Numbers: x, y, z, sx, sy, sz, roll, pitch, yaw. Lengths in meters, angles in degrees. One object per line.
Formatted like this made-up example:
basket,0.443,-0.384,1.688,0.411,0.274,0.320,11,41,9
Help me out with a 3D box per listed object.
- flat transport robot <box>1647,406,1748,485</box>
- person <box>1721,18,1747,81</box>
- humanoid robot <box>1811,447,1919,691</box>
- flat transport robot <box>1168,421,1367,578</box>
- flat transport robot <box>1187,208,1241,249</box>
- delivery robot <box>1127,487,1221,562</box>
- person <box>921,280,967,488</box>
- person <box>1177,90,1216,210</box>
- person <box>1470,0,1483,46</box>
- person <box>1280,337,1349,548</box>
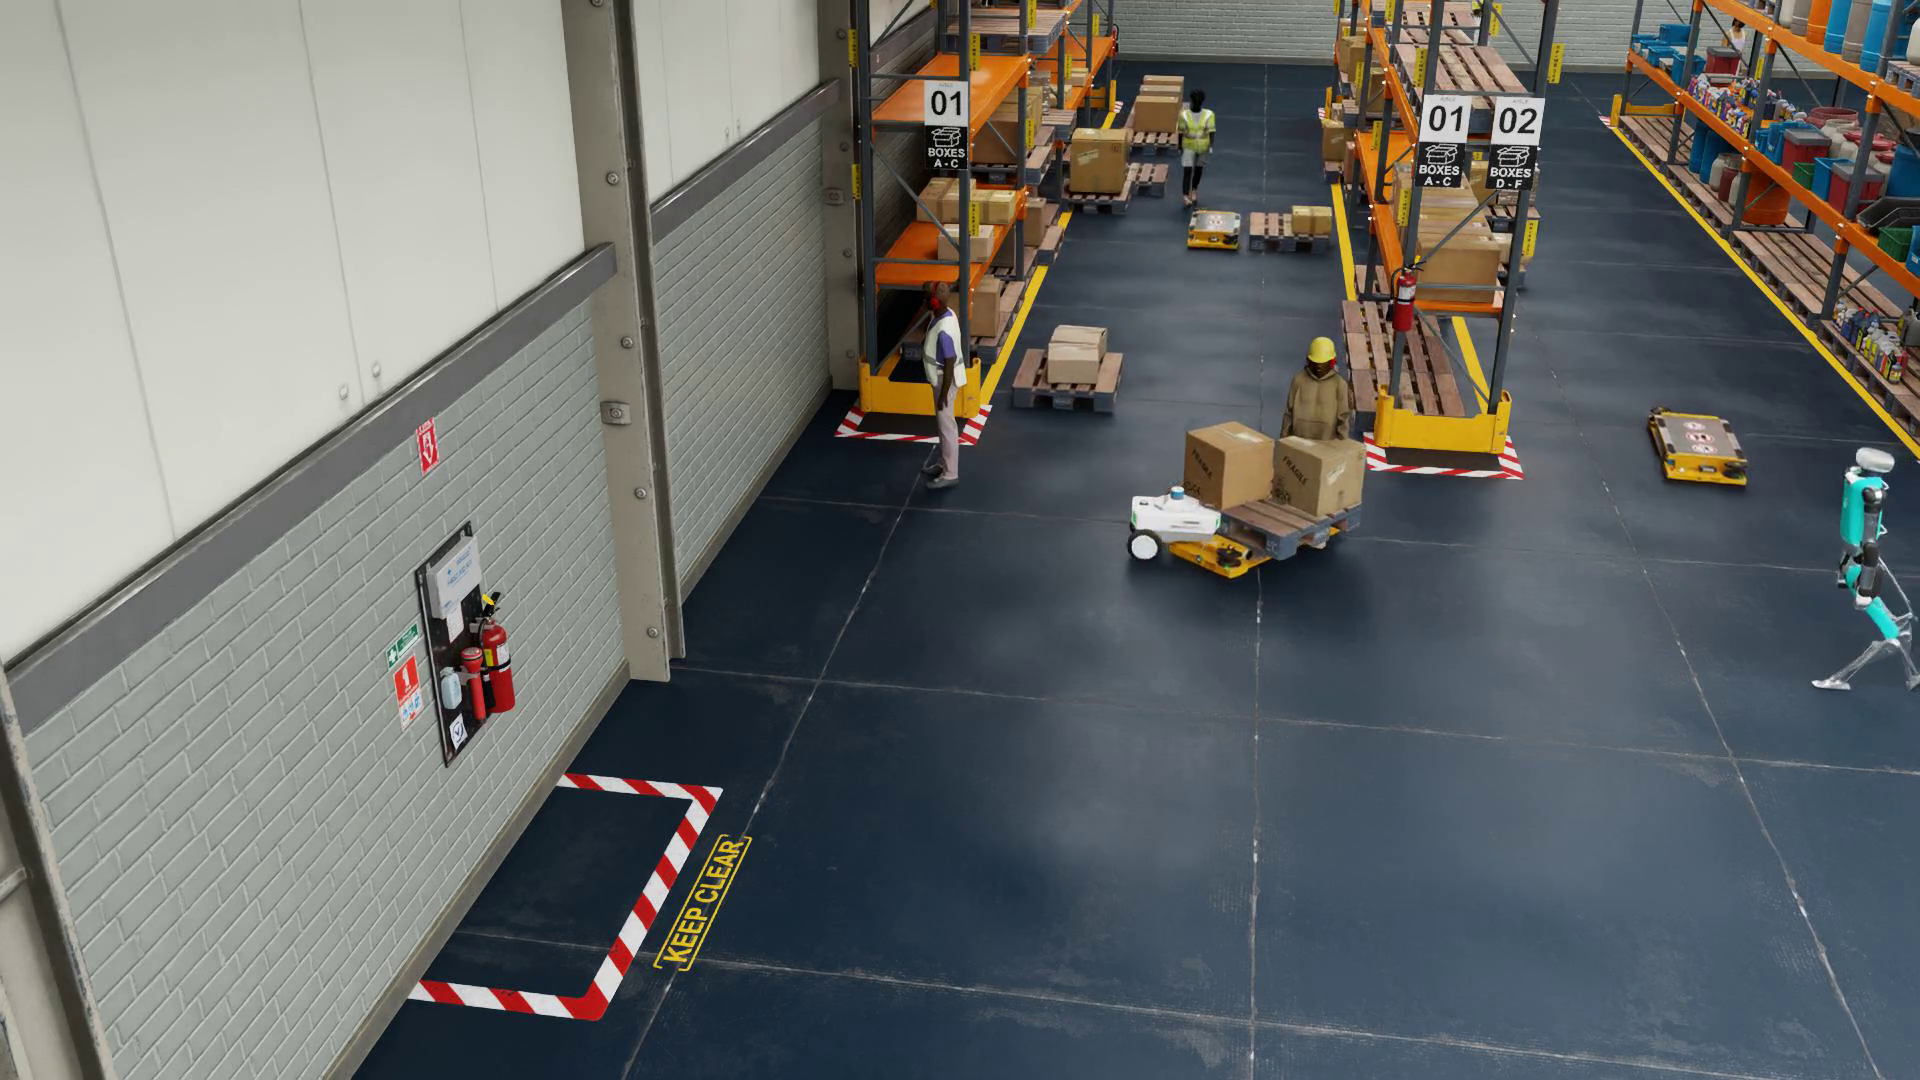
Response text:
flat transport robot,6.731,-0.867,15.213,0.659,0.231,1.431,6,26,13
person,13.638,-8.375,29.400,0.509,1.862,0.389,-7,26,-14
humanoid robot,6.255,0.267,11.087,0.930,1.802,0.558,5,25,10
flat transport robot,2.424,-0.068,13.504,1.431,0.231,0.659,-20,31,-36
flat transport robot,3.414,-4.168,22.279,0.659,0.231,1.431,4,25,9
delivery robot,1.712,-0.139,13.310,0.782,0.587,0.499,3,25,7
person,-0.139,-1.348,14.387,0.397,1.839,0.563,-2,25,-3
person,3.351,-5.559,23.632,0.530,1.632,0.922,0,25,0
person,9.735,-9.408,31.748,0.611,1.736,0.515,-5,26,-11
person,2.830,-0.793,13.297,0.541,1.758,0.414,9,27,19
